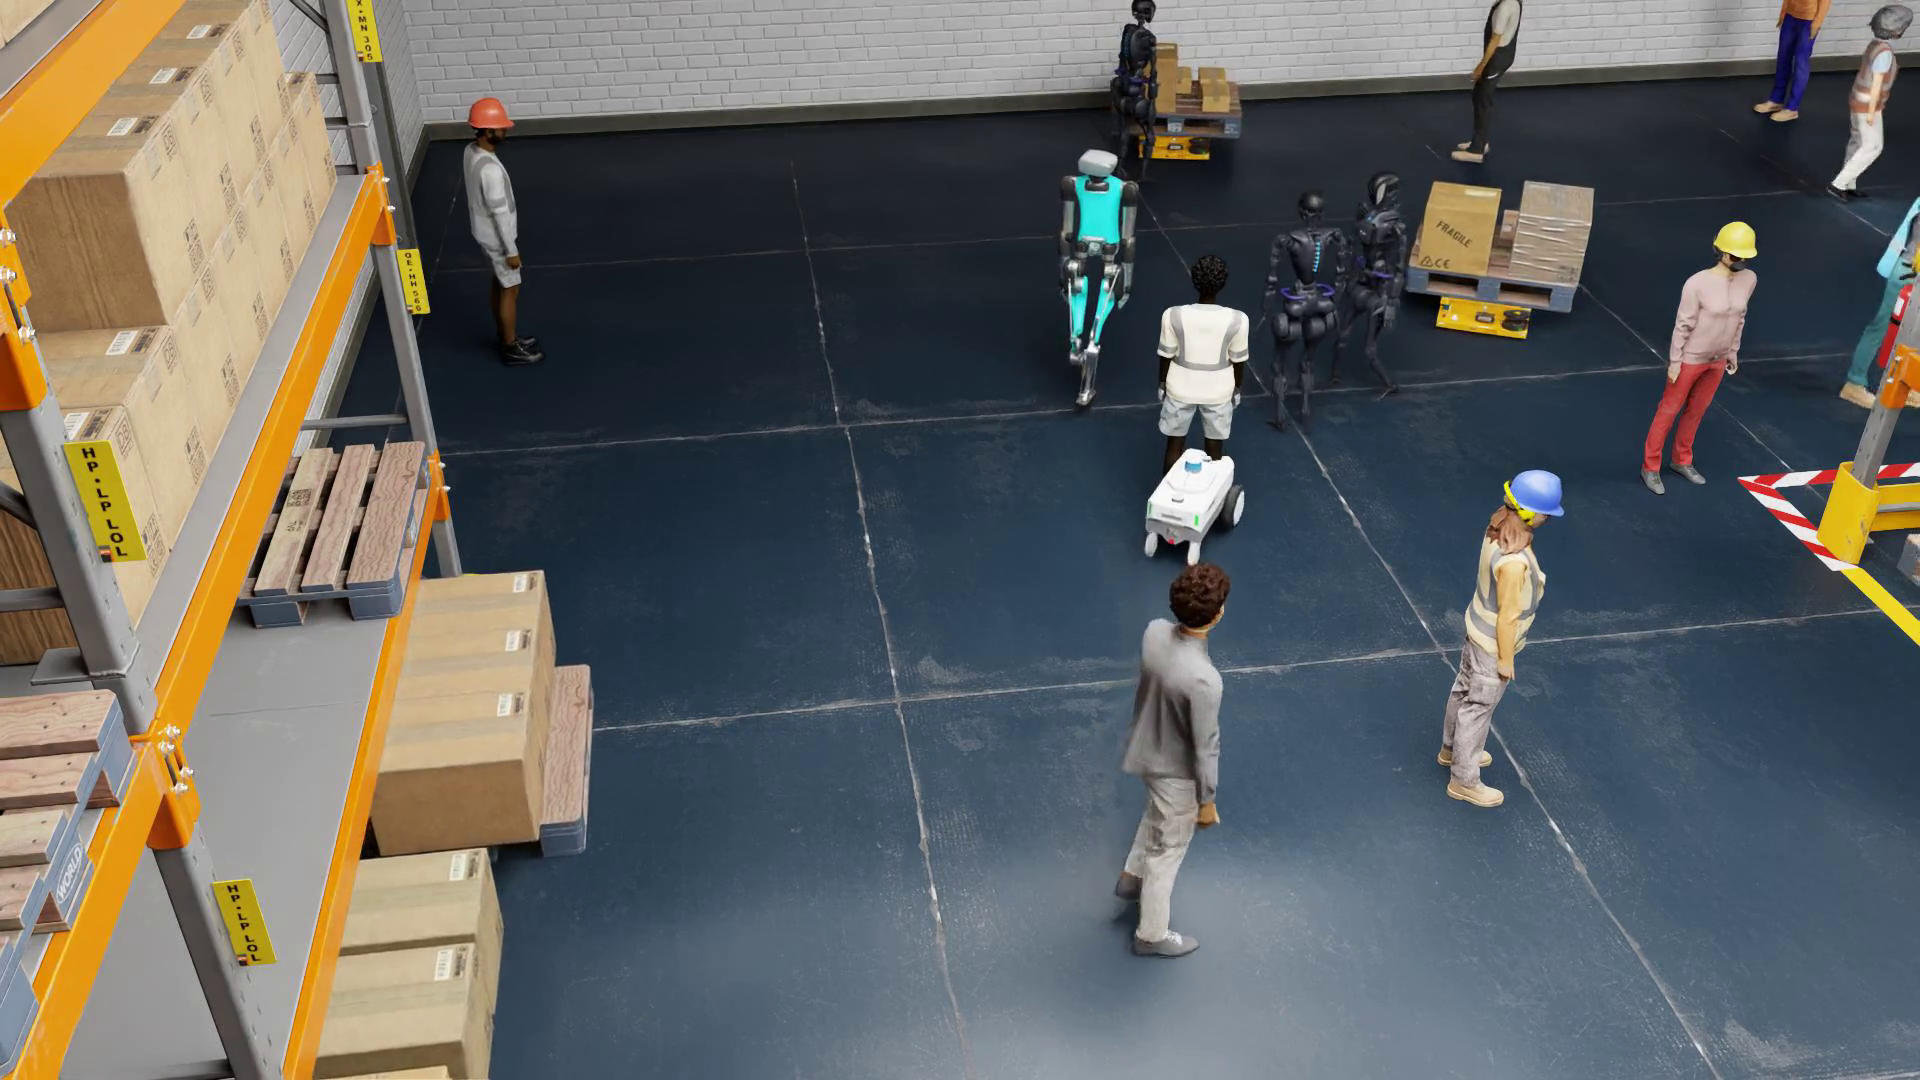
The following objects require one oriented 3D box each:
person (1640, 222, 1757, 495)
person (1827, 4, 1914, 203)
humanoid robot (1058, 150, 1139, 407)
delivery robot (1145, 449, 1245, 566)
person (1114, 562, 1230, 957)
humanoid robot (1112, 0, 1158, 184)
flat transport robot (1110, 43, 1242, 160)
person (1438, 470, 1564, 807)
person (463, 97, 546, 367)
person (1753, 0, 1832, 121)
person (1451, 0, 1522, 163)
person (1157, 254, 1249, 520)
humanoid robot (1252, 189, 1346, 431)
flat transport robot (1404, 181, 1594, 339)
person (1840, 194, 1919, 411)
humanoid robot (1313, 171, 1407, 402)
[{"bbox_3d":[4.554,-1.113,10.189,0.524,1.768,0.306,-12,35,-17],"label":"person"},{"bbox_3d":[7.828,-3.726,14.260,0.384,1.675,0.467,7,34,11],"label":"person"},{"bbox_3d":[0.858,-1.675,11.062,0.547,1.730,0.975,10,35,15],"label":"humanoid robot"},{"bbox_3d":[1.385,-0.234,9.968,0.499,0.614,0.815,15,36,21],"label":"delivery robot"},{"bbox_3d":[0.869,0.920,6.980,0.488,1.876,0.609,-16,36,-23],"label":"person"},{"bbox_3d":[1.538,-3.927,14.582,0.338,1.656,0.589,-16,37,-23],"label":"humanoid robot"},{"bbox_3d":[2.028,-3.969,15.934,0.659,0.231,1.431,2,33,4],"label":"flat transport robot"},{"bbox_3d":[2.525,0.447,7.791,0.320,1.772,0.466,4,33,6],"label":"person"},{"bbox_3d":[-3.199,-2.138,11.617,0.390,1.927,0.548,-17,37,-24],"label":"person"},{"bbox_3d":[8.136,-5.071,16.070,0.401,1.972,0.522,-11,35,-16],"label":"person"},{"bbox_3d":[4.796,-4.320,15.035,0.400,1.838,0.529,10,35,15],"label":"person"},{"bbox_3d":[1.429,-0.887,9.913,0.535,1.692,0.320,5,33,7],"label":"person"},{"bbox_3d":[2.222,-1.490,10.855,0.596,1.655,0.324,-8,34,-13],"label":"humanoid robot"},{"bbox_3d":[4.093,-1.961,12.857,0.659,0.231,1.431,11,35,16],"label":"flat transport robot"},{"bbox_3d":[6.383,-1.657,10.942,0.727,1.848,0.556,29,43,36],"label":"person"},{"bbox_3d":[2.797,-1.703,11.200,0.496,1.638,0.607,-16,36,-22],"label":"humanoid robot"}]
